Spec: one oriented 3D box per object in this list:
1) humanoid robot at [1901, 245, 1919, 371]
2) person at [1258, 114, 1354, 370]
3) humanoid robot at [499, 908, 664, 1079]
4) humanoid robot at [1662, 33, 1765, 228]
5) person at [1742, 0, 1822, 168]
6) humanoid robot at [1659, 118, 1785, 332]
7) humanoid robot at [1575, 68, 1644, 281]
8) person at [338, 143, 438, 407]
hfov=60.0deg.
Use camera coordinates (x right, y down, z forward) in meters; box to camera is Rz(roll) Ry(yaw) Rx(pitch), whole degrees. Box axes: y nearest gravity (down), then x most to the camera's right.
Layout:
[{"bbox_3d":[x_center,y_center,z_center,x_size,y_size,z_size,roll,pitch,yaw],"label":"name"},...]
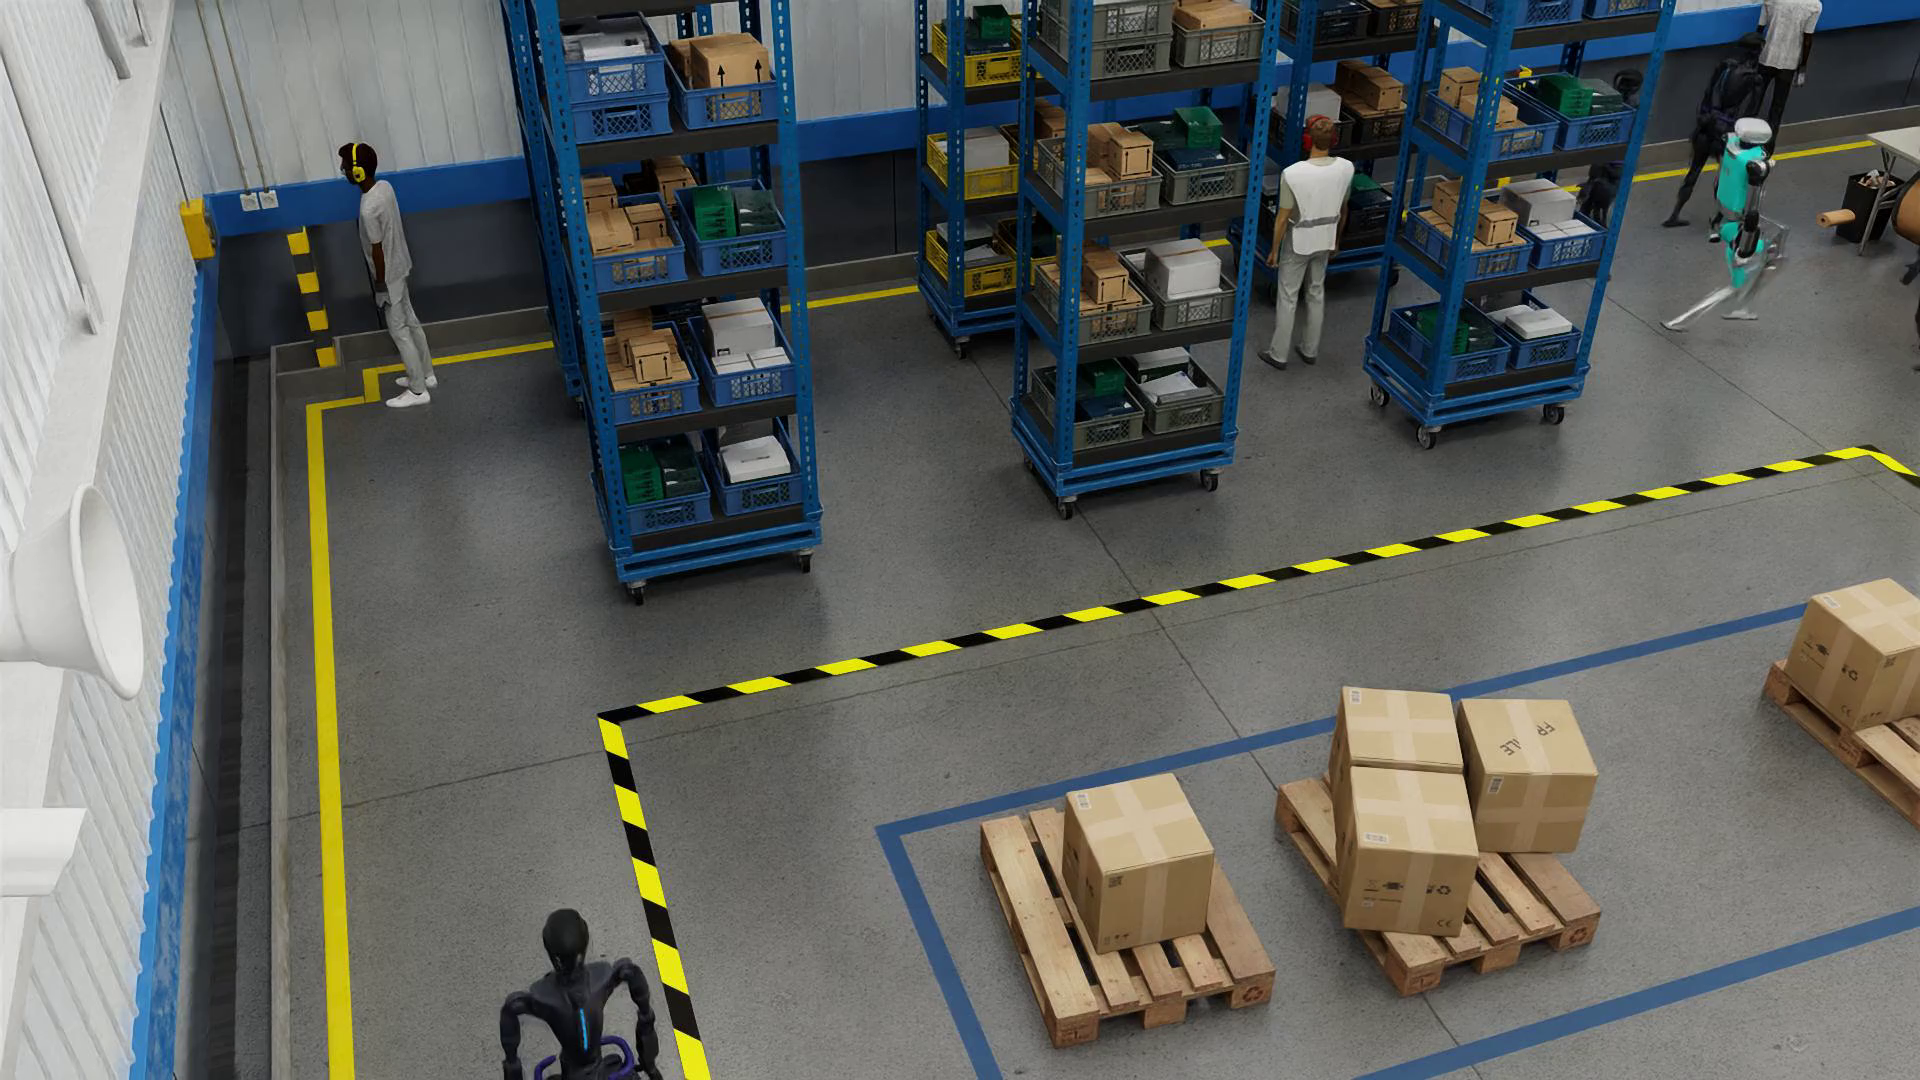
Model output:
[{"bbox_3d":[6.974,-1.973,11.656,0.588,1.646,0.452,-12,37,-17],"label":"humanoid robot"},{"bbox_3d":[2.430,-2.046,11.603,0.564,1.832,0.396,-14,37,-18],"label":"person"},{"bbox_3d":[-1.336,2.029,5.970,0.611,1.637,0.564,-17,39,-23],"label":"humanoid robot"},{"bbox_3d":[6.262,-3.349,13.600,0.709,1.637,0.594,-12,37,-16],"label":"humanoid robot"},{"bbox_3d":[7.164,-4.161,14.580,0.512,1.858,0.333,27,43,32],"label":"person"},{"bbox_3d":[5.684,-2.195,11.889,0.937,1.726,0.581,-4,35,-6],"label":"humanoid robot"},{"bbox_3d":[4.988,-2.828,12.850,0.478,1.645,0.588,24,42,30],"label":"humanoid robot"},{"bbox_3d":[-3.852,-1.778,11.197,0.320,1.864,0.512,-2,35,-3],"label":"person"}]
